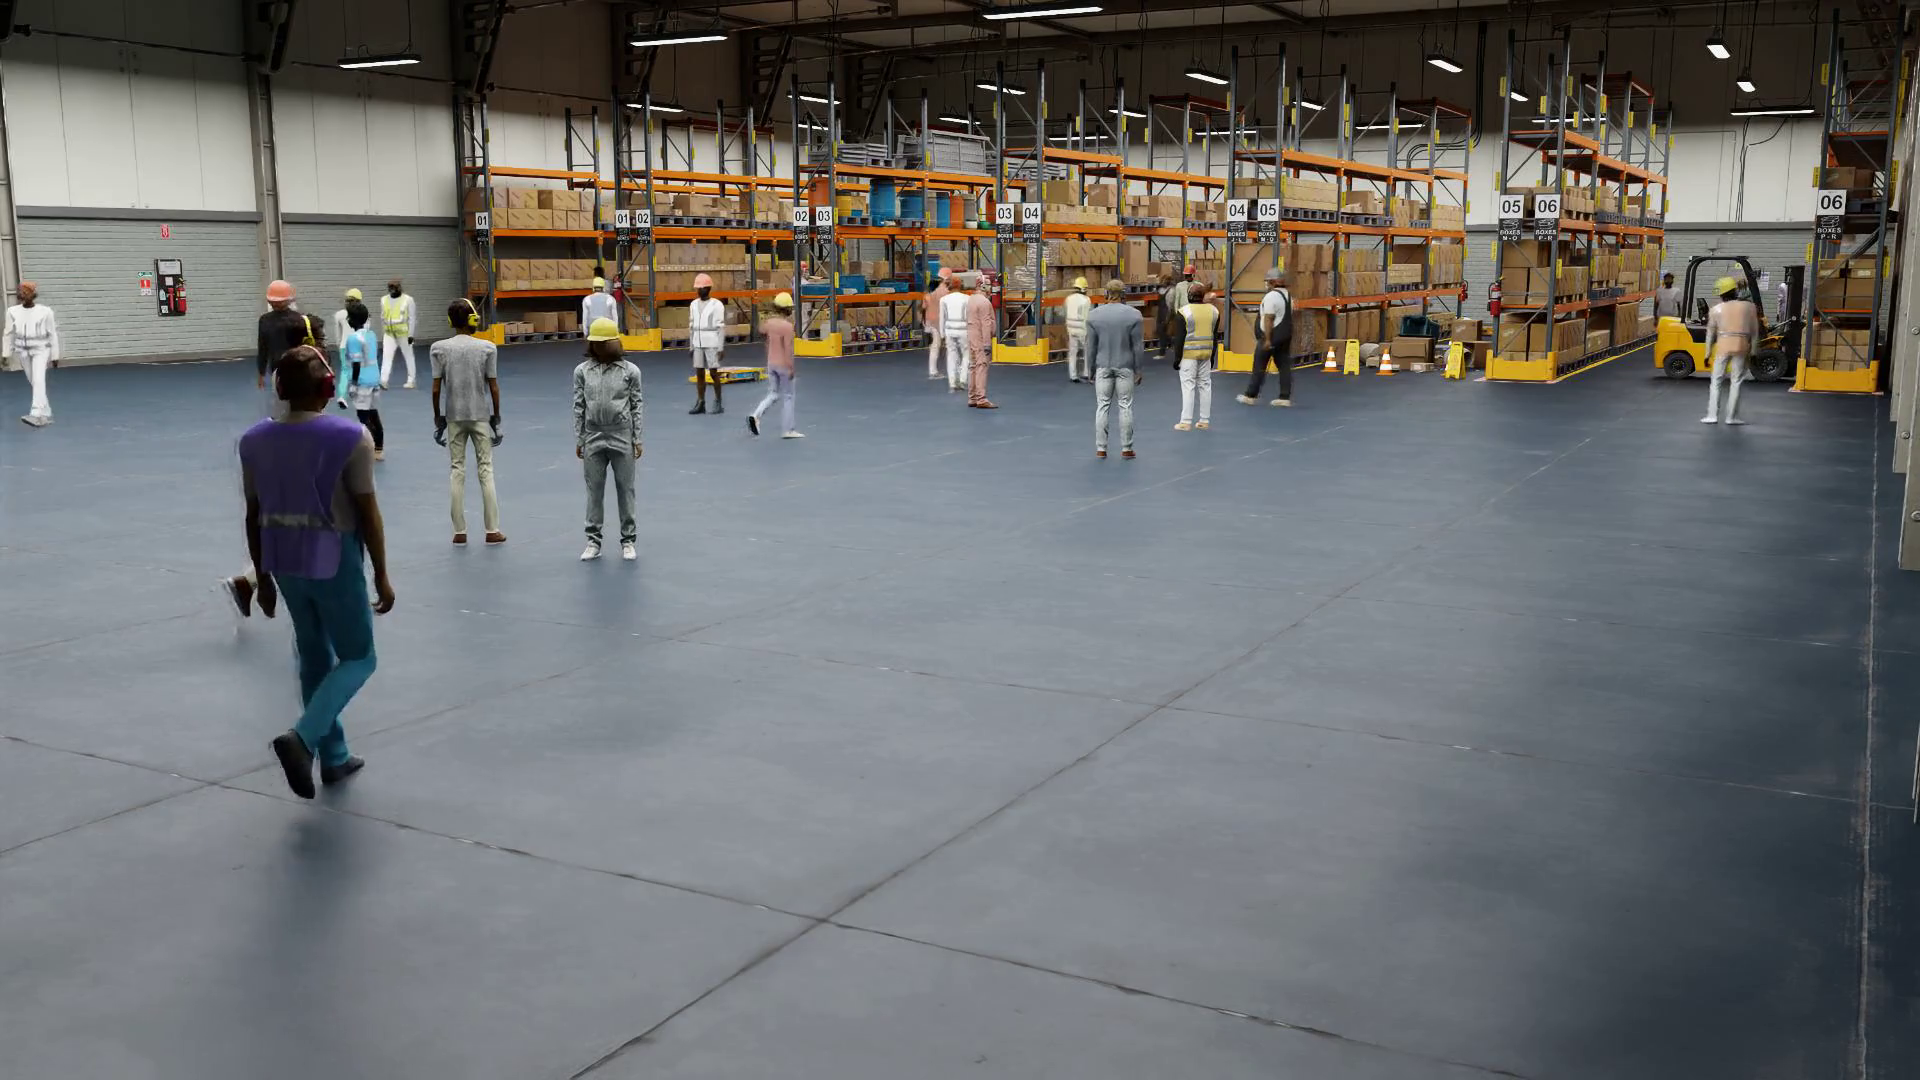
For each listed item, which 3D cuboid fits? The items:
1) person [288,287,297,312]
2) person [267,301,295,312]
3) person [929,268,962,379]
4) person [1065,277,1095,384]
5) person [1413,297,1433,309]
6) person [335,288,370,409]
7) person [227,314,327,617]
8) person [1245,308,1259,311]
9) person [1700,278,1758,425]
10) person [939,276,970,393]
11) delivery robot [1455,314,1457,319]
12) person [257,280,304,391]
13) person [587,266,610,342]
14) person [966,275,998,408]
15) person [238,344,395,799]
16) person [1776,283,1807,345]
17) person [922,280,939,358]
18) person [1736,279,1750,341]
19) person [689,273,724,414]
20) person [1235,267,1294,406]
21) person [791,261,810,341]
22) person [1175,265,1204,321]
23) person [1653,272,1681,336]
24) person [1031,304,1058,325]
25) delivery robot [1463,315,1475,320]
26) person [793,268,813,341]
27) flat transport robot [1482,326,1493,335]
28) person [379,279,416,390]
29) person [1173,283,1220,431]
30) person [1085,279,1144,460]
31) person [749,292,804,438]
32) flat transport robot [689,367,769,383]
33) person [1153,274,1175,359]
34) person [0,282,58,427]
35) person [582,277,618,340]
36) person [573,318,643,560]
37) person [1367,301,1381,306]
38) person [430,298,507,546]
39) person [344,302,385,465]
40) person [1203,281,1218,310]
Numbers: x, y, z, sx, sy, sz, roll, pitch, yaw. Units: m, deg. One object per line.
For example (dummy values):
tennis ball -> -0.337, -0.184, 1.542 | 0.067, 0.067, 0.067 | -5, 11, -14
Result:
person -> -11.976, -3.730, 29.908 | 0.506, 1.617, 0.487 | 8, 13, 40
person -> -12.731, -3.959, 31.259 | 0.498, 1.626, 0.305 | -2, 10, -9
person -> -0.163, -3.822, 29.433 | 0.904, 1.960, 0.647 | -4, 11, -24
person -> 2.099, -3.551, 28.271 | 0.610, 1.815, 0.620 | -8, 13, -40
person -> 13.103, -6.762, 47.030 | 0.963, 1.847, 0.664 | -4, 10, -22
person -> -8.721, -2.752, 23.884 | 0.527, 1.714, 0.926 | 0, 10, -2
person -> -4.010, -0.422, 9.916 | 0.519, 1.845, 0.779 | 9, 13, 41
person -> 6.480, -4.940, 36.149 | 0.633, 1.902, 0.456 | 5, 11, 28
person -> 9.922, -2.415, 21.430 | 0.645, 1.891, 0.372 | 3, 10, 17
person -> -0.030, -3.289, 26.627 | 0.606, 1.857, 0.608 | 3, 10, 17
delivery robot -> 13.743, -6.021, 46.162 | 0.477, 0.478, 0.707 | -1, 10, -9
person -> -7.121, -1.790, 17.675 | 0.647, 1.931, 0.998 | 4, 10, 22
person -> -9.106, -6.038, 42.540 | 0.618, 1.932, 0.949 | 8, 12, 38
person -> 0.318, -2.843, 23.878 | 0.400, 1.910, 0.643 | -3, 10, -20
person -> -2.594, 0.136, 6.664 | 0.586, 1.828, 0.655 | 2, 10, 13
person -> 18.463, -5.081, 36.924 | 0.608, 1.926, 0.385 | 5, 11, 27
person -> -0.539, -4.698, 35.411 | 0.534, 1.684, 0.508 | -2, 10, -11
person -> 19.285, -5.604, 40.907 | 0.371, 1.609, 0.666 | 2, 10, 10
person -> -3.513, -2.698, 22.937 | 0.545, 1.937, 0.367 | 5, 11, 27
person -> 4.477, -2.975, 24.258 | 0.904, 2.000, 0.711 | 9, 13, 42
person -> -3.880, -5.821, 40.911 | 0.607, 2.044, 0.379 | 8, 12, 37
person -> 4.763, -4.717, 34.602 | 0.612, 1.990, 0.392 | 3, 10, 20
person -> 14.752, -4.660, 34.703 | 0.518, 1.851, 0.771 | 4, 11, 24
person -> 1.914, -5.208, 37.668 | 0.625, 1.934, 0.363 | 0, 10, 1
delivery robot -> 13.827, -5.918, 45.559 | 0.707, 0.478, 0.477 | -1, 10, -8
person -> -3.620, -5.383, 38.766 | 0.402, 1.904, 0.638 | -6, 11, -32
flat transport robot -> 14.511, -5.766, 45.773 | 0.652, 0.197, 1.431 | -1, 10, -7
person -> -9.214, -3.342, 27.140 | 0.648, 1.786, 0.959 | 2, 10, 9
person -> 2.931, -2.287, 20.813 | 0.627, 1.844, 0.429 | -5, 11, -27
person -> 1.654, -1.820, 17.809 | 0.629, 1.936, 0.373 | 2, 10, 12
person -> -2.181, -2.062, 19.746 | 0.612, 1.752, 0.527 | -9, 13, -44
flat transport robot -> -3.991, -2.875, 28.844 | 0.652, 0.197, 1.431 | 5, 11, 29
person -> 4.345, -4.697, 35.049 | 0.495, 1.810, 0.537 | -5, 11, -28
person -> -11.908, -2.359, 21.260 | 0.592, 1.828, 0.982 | 0, 10, -1
person -> -6.237, -3.650, 28.852 | 0.622, 1.816, 0.430 | -1, 10, -7
person -> -2.512, -0.714, 11.894 | 0.489, 1.741, 0.322 | 0, 10, -2
person -> 11.519, -6.615, 45.935 | 0.571, 1.915, 0.430 | 5, 11, 27
person -> -3.708, -0.882, 12.520 | 0.515, 1.866, 0.333 | -1, 10, -7
person -> -6.246, -1.632, 17.407 | 0.317, 1.693, 0.540 | 0, 10, 3
person -> 5.530, -5.004, 37.360 | 0.518, 1.626, 0.526 | 7, 12, 35
